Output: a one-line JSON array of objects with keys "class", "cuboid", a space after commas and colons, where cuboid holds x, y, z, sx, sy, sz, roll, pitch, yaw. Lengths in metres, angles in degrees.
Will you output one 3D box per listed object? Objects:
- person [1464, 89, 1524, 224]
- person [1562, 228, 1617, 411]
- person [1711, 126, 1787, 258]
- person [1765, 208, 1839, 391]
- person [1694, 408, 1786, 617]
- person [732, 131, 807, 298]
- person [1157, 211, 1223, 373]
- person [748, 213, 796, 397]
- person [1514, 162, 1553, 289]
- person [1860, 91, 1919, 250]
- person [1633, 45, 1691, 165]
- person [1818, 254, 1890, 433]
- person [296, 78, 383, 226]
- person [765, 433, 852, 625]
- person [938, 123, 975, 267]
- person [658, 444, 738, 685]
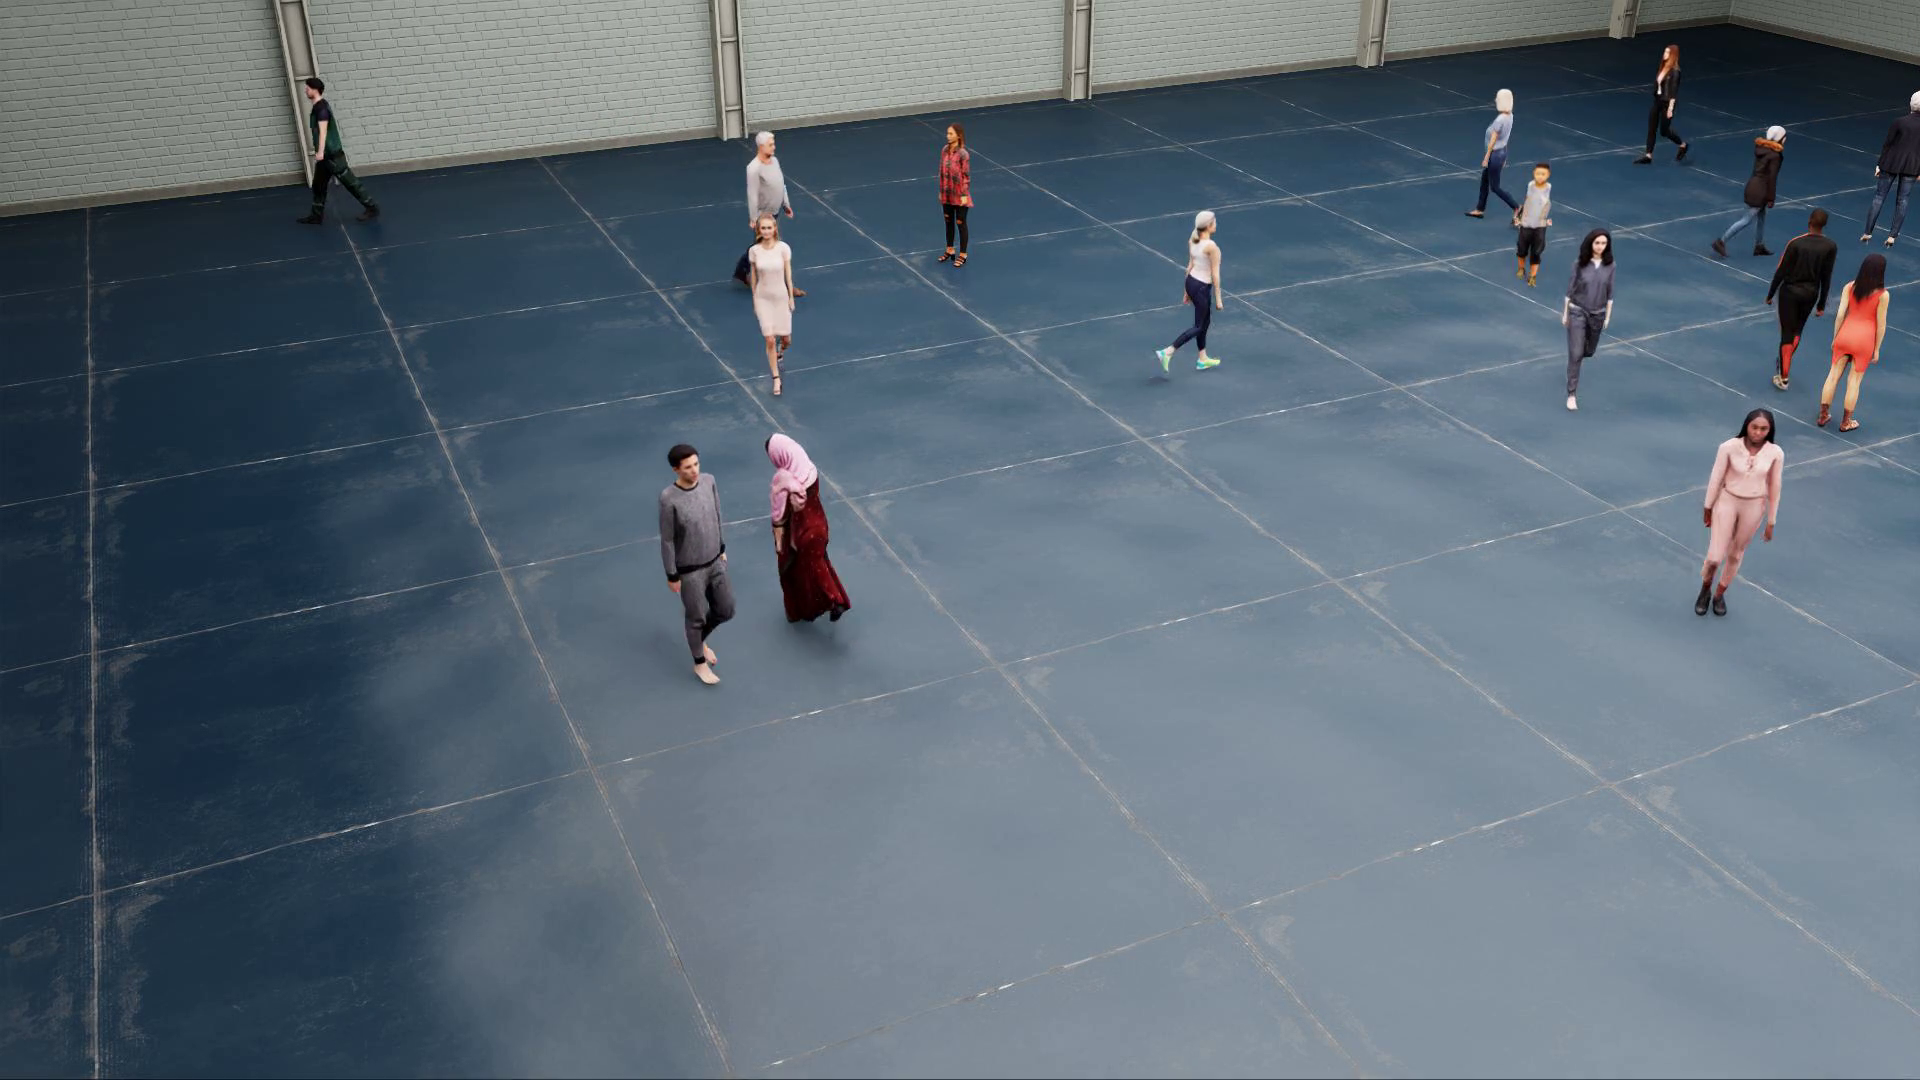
[{"class": "person", "cuboid": [6.932, -4.862, 21.231, 0.974, 1.698, 1.026, 17, 32, 28]}, {"class": "person", "cuboid": [6.078, -2.199, 16.194, 1.094, 1.732, 1.020, 3, 28, 6]}, {"class": "person", "cuboid": [9.542, -4.168, 20.030, 1.135, 1.602, 0.942, 2, 28, 4]}, {"class": "person", "cuboid": [8.308, -2.353, 16.430, 0.987, 1.782, 0.988, 4, 28, 7]}, {"class": "person", "cuboid": [5.854, -0.230, 12.524, 0.755, 1.707, 0.827, 7, 29, 12]}, {"class": "person", "cuboid": [-2.268, -3.690, 18.841, 1.306, 1.876, 1.232, 9, 29, 16]}, {"class": "person", "cuboid": [2.337, -2.449, 16.720, 1.032, 1.680, 0.620, -11, 30, -20]}, {"class": "person", "cuboid": [-1.835, -2.354, 16.400, 0.927, 1.813, 0.849, -1, 28, -2]}, {"class": "person", "cuboid": [6.718, -3.782, 19.484, 0.939, 1.434, 0.968, 7, 29, 12]}, {"class": "person", "cuboid": [10.494, -4.170, 18.629, 0.825, 1.784, 0.789, 11, 30, 19]}, {"class": "person", "cuboid": [10.140, -6.196, 23.741, 1.060, 1.693, 0.801, -3, 28, -6]}, {"class": "person", "cuboid": [8.368, -1.848, 15.549, 0.634, 1.719, 0.651, -25, 37, -38]}, {"class": "person", "cuboid": [-7.903, -4.904, 21.151, 1.273, 1.847, 0.727, -15, 31, -25]}, {"class": "person", "cuboid": [-1.121, -0.038, 12.262, 0.888, 1.615, 0.932, -23, 36, -36]}, {"class": "person", "cuboid": [-0.052, -4.131, 19.854, 0.658, 1.703, 0.675, -24, 37, -38]}, {"class": "person", "cuboid": [-1.904, 0.133, 11.714, 0.866, 1.827, 0.728, 24, 36, 37]}]
